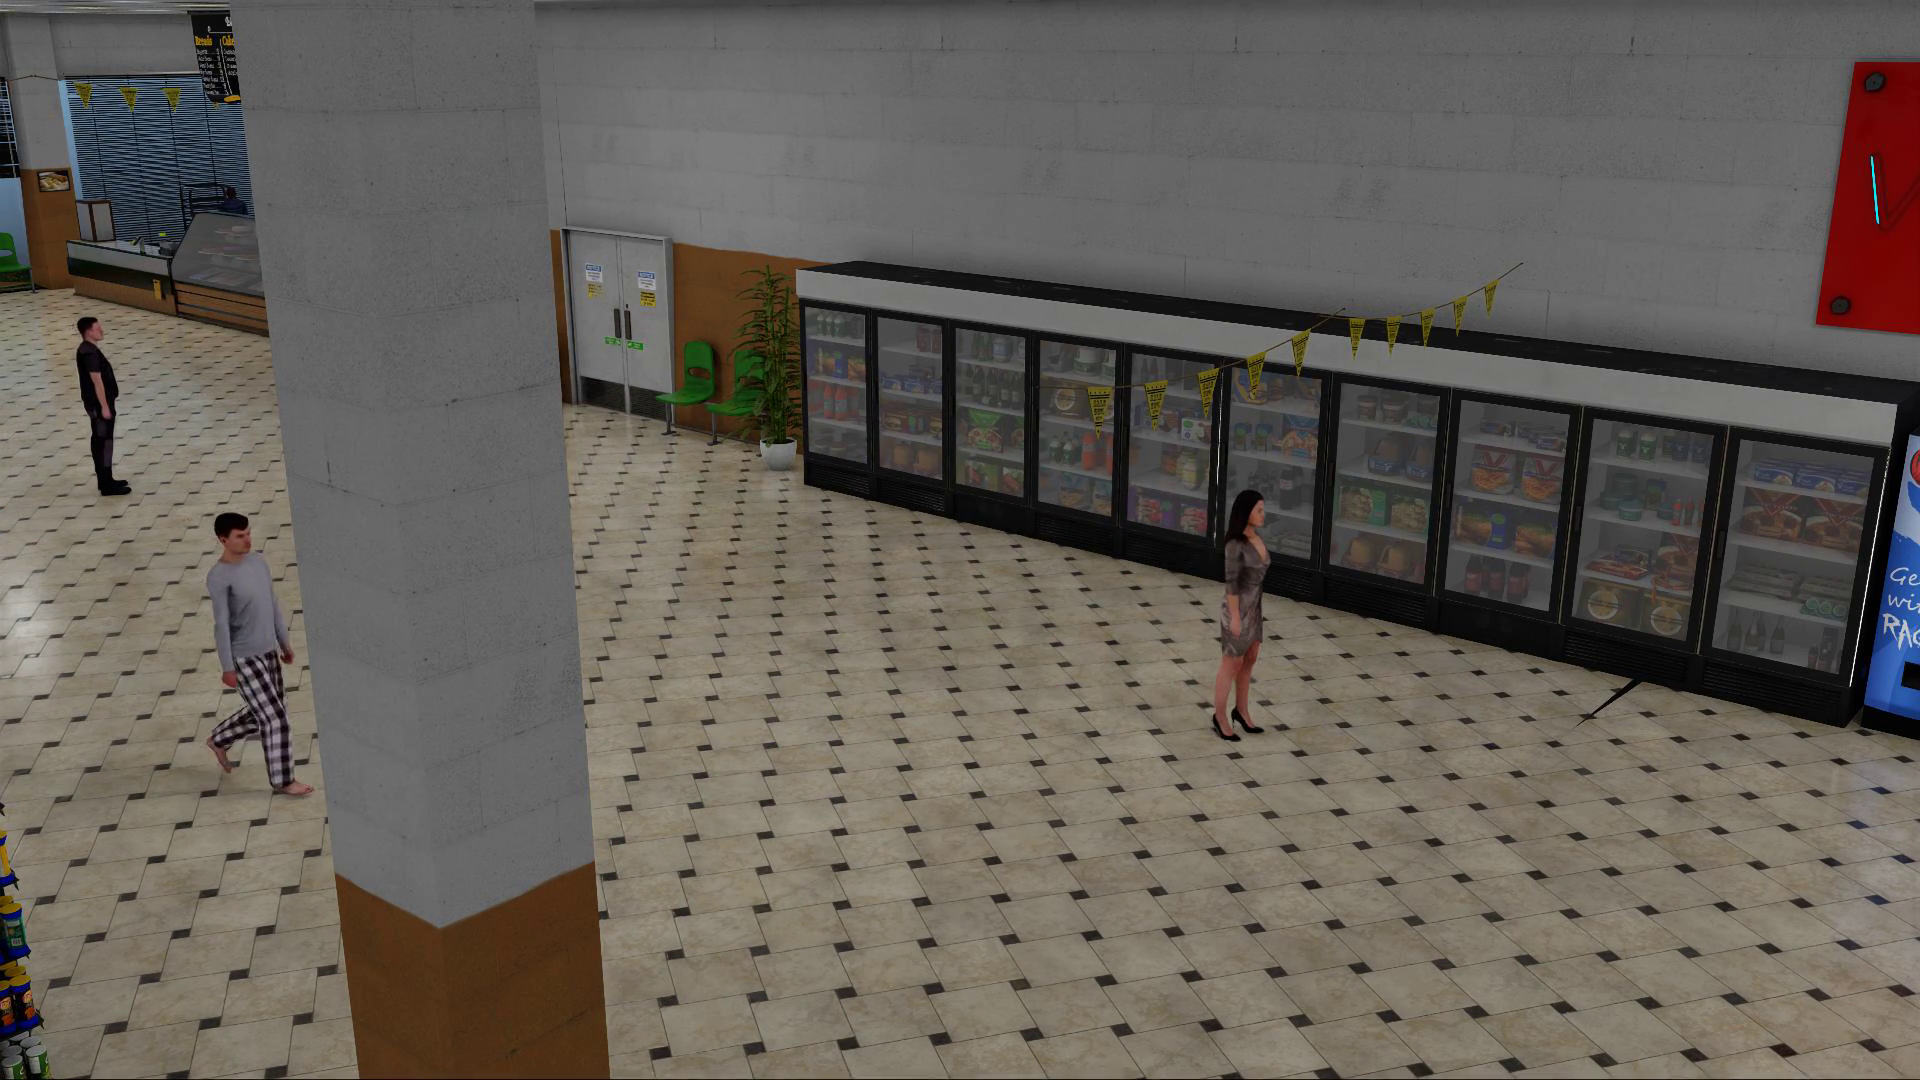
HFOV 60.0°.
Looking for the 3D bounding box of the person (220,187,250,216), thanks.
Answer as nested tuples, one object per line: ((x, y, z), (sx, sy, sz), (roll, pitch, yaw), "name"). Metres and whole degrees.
((-14.047, -5.944, 32.297), (0.676, 1.824, 0.811), (-9, 19, -28), "person")

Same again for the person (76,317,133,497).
((-8.959, -1.405, 17.312), (0.728, 1.845, 0.798), (-10, 19, -29), "person")

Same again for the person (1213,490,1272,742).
((1.884, 0.498, 11.213), (0.692, 1.748, 0.503), (10, 20, 30), "person")

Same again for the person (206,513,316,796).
((-4.488, 0.707, 10.399), (0.994, 1.821, 1.074), (4, 17, 13), "person")
